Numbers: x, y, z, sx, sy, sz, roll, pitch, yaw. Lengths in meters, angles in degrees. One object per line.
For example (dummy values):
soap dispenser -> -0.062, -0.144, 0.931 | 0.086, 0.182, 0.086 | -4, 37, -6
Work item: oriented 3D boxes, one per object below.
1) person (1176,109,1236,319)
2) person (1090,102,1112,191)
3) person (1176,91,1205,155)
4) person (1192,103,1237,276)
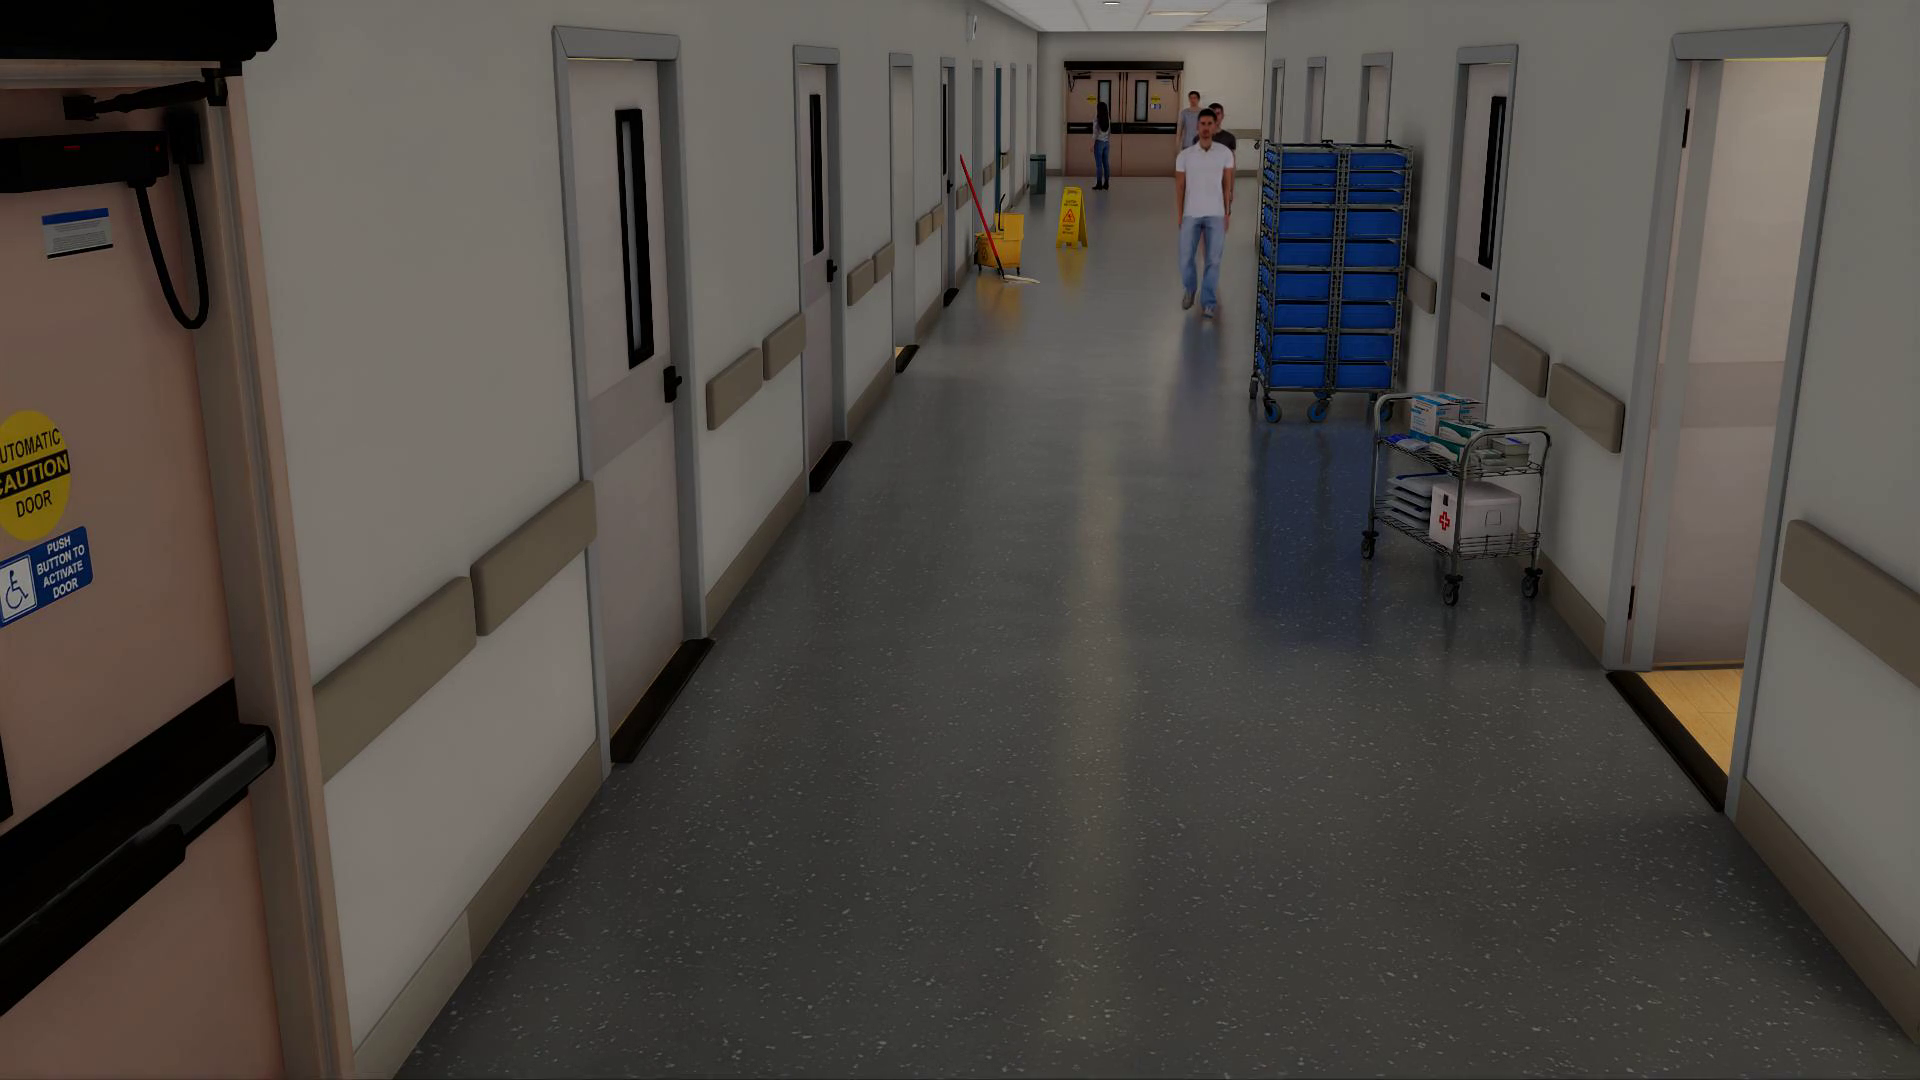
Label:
person -> 2.221, -2.951, 15.087 | 0.708, 1.852, 0.796 | 3, 16, 9
person -> 2.698, -7.484, 31.570 | 0.662, 1.633, 0.730 | -14, 21, -40
person -> 3.979, -6.664, 28.324 | 0.852, 1.817, 1.254 | 5, 16, 17
person -> 2.766, -3.852, 18.303 | 0.671, 1.841, 0.778 | 2, 16, 8
